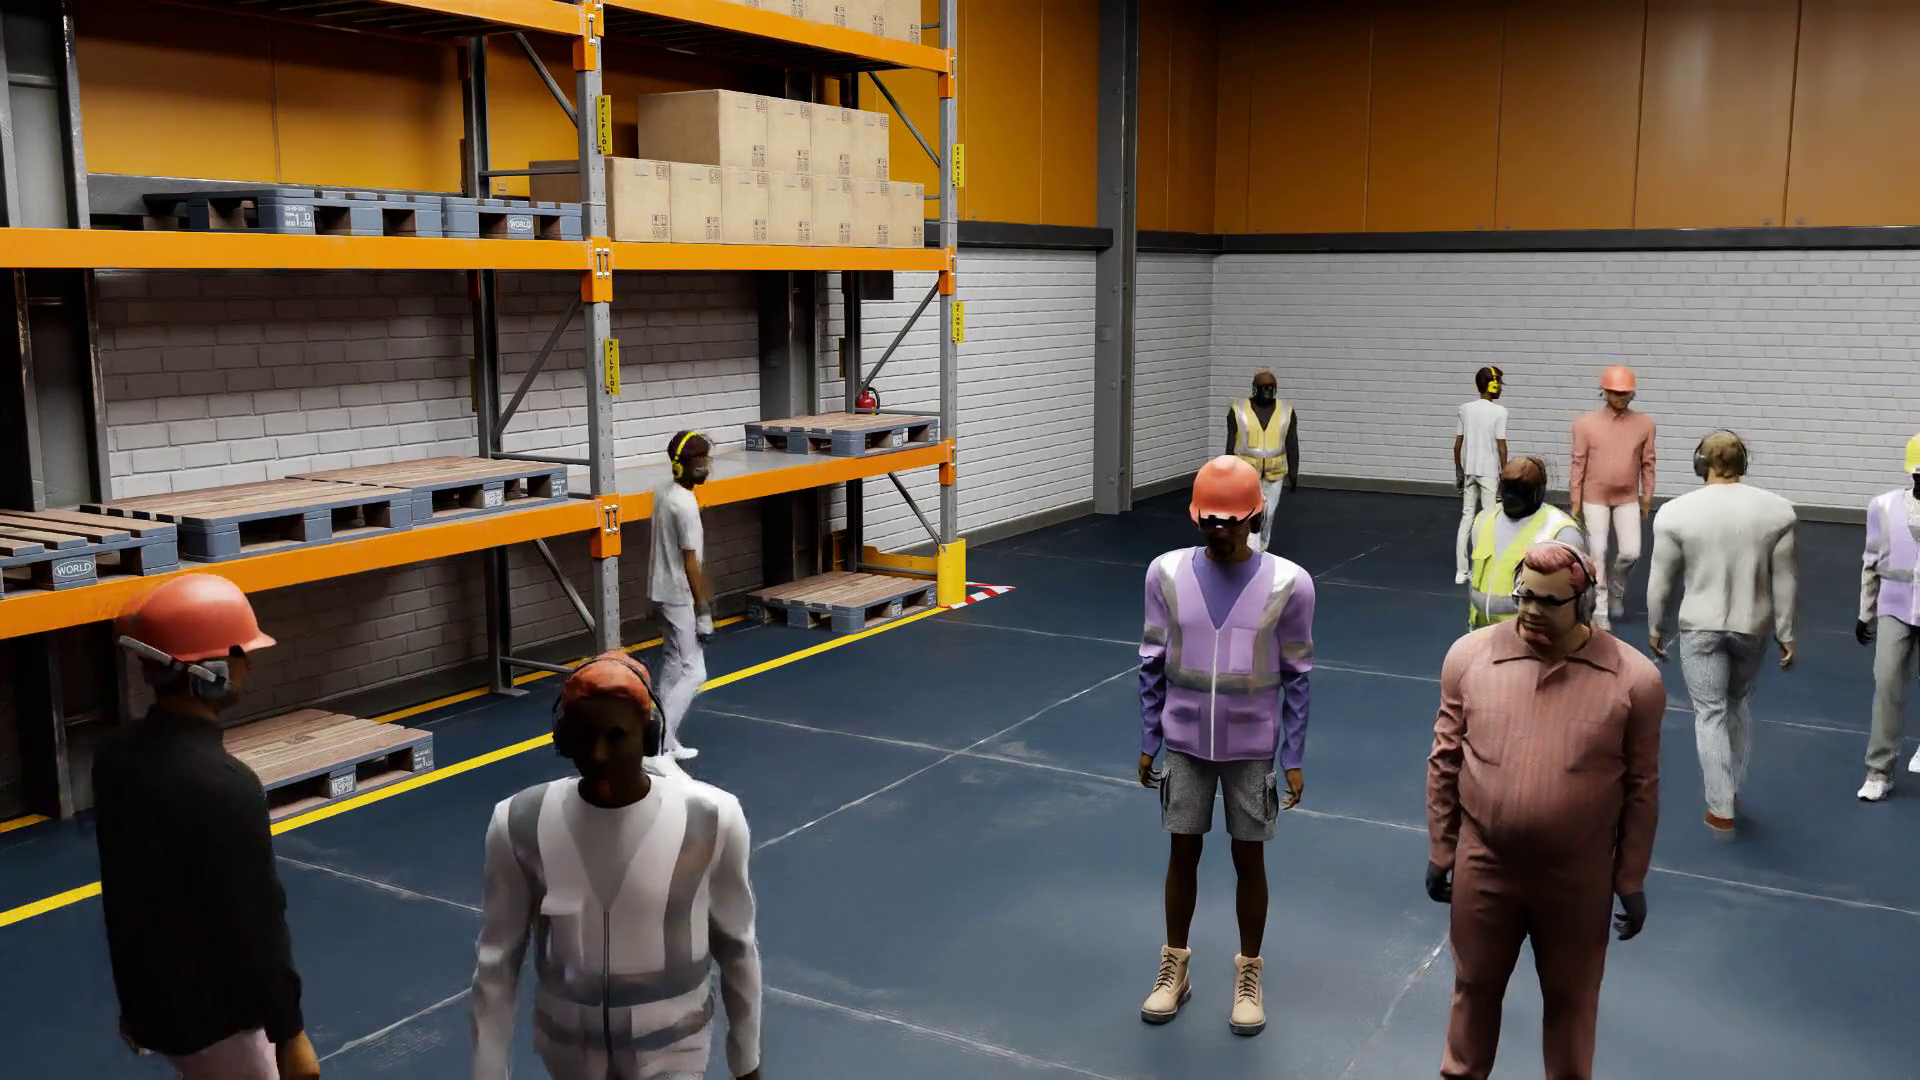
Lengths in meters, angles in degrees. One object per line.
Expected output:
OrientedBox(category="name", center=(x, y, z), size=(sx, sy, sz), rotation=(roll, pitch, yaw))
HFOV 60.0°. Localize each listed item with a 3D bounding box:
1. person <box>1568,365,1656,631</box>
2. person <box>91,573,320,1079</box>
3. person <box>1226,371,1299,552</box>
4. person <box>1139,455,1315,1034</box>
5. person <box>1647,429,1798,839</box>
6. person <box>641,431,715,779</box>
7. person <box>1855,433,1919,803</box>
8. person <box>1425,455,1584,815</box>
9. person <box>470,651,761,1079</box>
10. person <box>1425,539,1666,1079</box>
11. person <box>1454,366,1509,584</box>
OrientedBox(category="person", center=(4.841, -0.317, 12.380), size=(0.627, 1.977, 0.471), rotation=(2, 9, 10))
OrientedBox(category="person", center=(-1.741, 1.056, 3.816), size=(0.626, 1.975, 0.478), rotation=(8, 12, 41))
OrientedBox(category="person", center=(2.693, -0.618, 14.873), size=(0.629, 1.798, 0.967), rotation=(0, 9, 0))
OrientedBox(category="person", center=(0.909, 0.711, 5.805), size=(0.605, 2.034, 0.387), rotation=(3, 10, 19))
OrientedBox(category="person", center=(3.615, 0.423, 7.993), size=(0.641, 1.903, 0.816), rotation=(1, 9, 8))
OrientedBox(category="person", center=(-1.519, 0.338, 8.770), size=(0.409, 1.843, 0.607), rotation=(-4, 10, -25))
OrientedBox(category="person", center=(4.943, 0.358, 8.544), size=(0.592, 1.871, 1.006), rotation=(8, 12, 40))
OrientedBox(category="person", center=(2.765, 0.462, 8.137), size=(0.886, 1.801, 0.638), rotation=(-6, 11, -35))
OrientedBox(category="person", center=(-0.758, 1.159, 3.626), size=(0.606, 1.828, 0.985), rotation=(0, 9, 3))
OrientedBox(category="person", center=(1.658, 0.938, 4.805), size=(0.636, 1.903, 0.404), rotation=(4, 10, 25))
OrientedBox(category="person", center=(4.429, -0.535, 14.111), size=(0.323, 1.865, 0.518), rotation=(-7, 11, -36))
